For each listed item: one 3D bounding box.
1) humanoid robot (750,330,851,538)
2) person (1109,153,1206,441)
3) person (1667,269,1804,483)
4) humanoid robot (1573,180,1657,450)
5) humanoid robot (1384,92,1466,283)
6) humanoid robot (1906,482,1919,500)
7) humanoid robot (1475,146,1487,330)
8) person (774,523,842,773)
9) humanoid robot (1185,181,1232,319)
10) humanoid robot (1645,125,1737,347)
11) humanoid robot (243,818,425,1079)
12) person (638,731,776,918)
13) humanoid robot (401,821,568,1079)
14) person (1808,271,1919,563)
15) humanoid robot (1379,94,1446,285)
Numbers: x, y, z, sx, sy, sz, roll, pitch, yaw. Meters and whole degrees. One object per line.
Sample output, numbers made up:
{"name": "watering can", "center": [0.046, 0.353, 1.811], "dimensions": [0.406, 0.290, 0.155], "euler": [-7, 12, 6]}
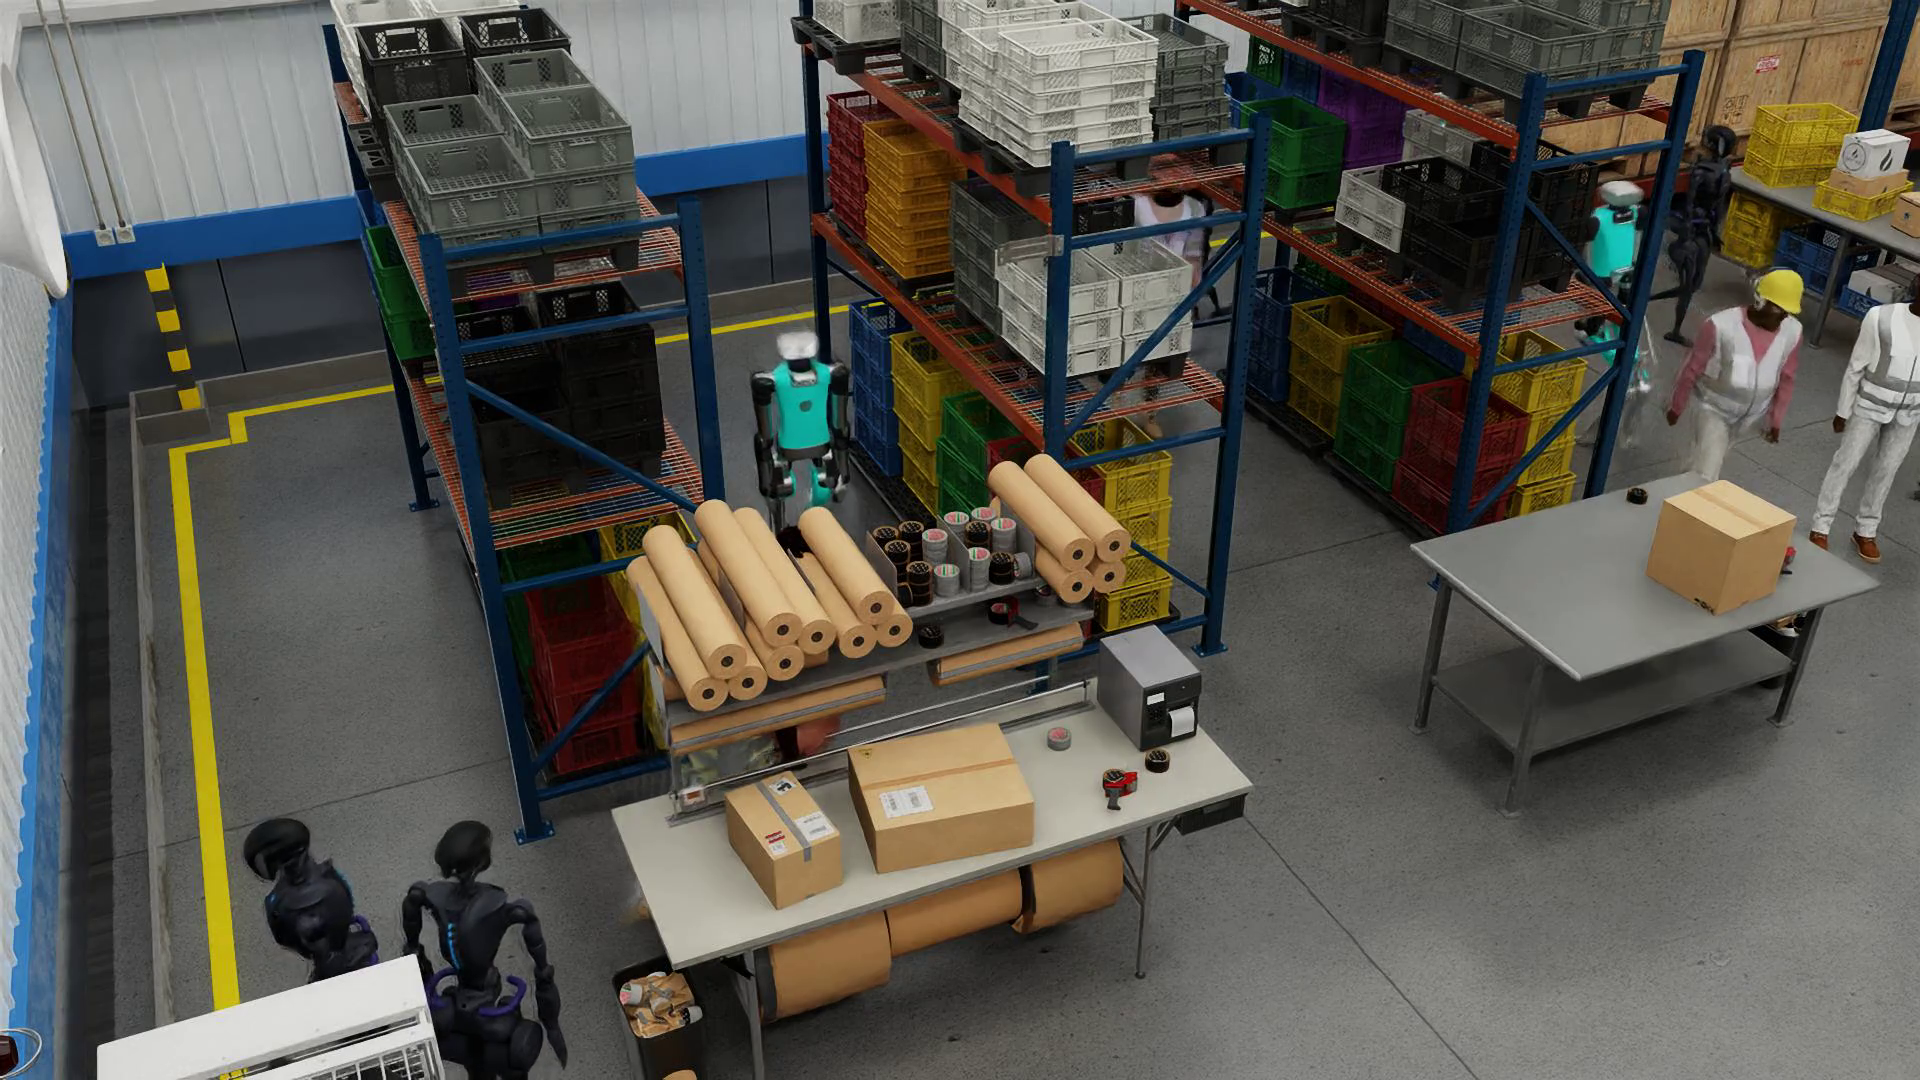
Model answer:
{"name": "humanoid robot", "center": [-0.944, -0.480, 9.378], "dimensions": [0.537, 1.772, 0.985], "euler": [-9, 33, -15]}
{"name": "person", "center": [1.300, -1.587, 10.880], "dimensions": [0.634, 2.023, 0.515], "euler": [-11, 33, -16]}
{"name": "person", "center": [4.537, -0.743, 9.735], "dimensions": [0.626, 1.765, 0.923], "euler": [-3, 32, -5]}
{"name": "humanoid robot", "center": [4.329, -1.388, 10.828], "dimensions": [0.532, 1.775, 0.788], "euler": [-13, 34, -20]}
{"name": "humanoid robot", "center": [3.514, -2.702, 12.931], "dimensions": [0.541, 1.762, 0.674], "euler": [-5, 32, -7]}
{"name": "humanoid robot", "center": [6.215, -1.006, 10.266], "dimensions": [0.431, 1.635, 0.595], "euler": [8, 33, 13]}
{"name": "humanoid robot", "center": [3.865, -2.159, 12.144], "dimensions": [0.417, 1.642, 0.589], "euler": [20, 37, 29]}
{"name": "person", "center": [-0.659, 0.783, 7.082], "dimensions": [0.362, 1.962, 0.611], "euler": [3, 32, 5]}
{"name": "humanoid robot", "center": [1.755, -2.389, 12.564], "dimensions": [0.825, 1.615, 0.611], "euler": [-9, 33, -14]}
{"name": "humanoid robot", "center": [5.394, -2.284, 12.343], "dimensions": [0.610, 1.636, 0.589], "euler": [-26, 40, -36]}
{"name": "humanoid robot", "center": [-2.193, 1.609, 6.022], "dimensions": [0.454, 1.645, 0.613], "euler": [-15, 35, -23]}
{"name": "person", "center": [-0.964, 0.898, 7.078], "dimensions": [0.988, 1.797, 0.630], "euler": [-15, 35, -23]}
{"name": "humanoid robot", "center": [-1.690, 1.690, 5.895], "dimensions": [0.588, 1.658, 0.336], "euler": [6, 32, 9]}
{"name": "person", "center": [5.371, -0.738, 9.625], "dimensions": [0.572, 1.887, 0.354], "euler": [6, 32, 9]}
{"name": "humanoid robot", "center": [3.429, -2.648, 12.748], "dimensions": [0.533, 1.673, 0.735], "euler": [6, 32, 10]}
